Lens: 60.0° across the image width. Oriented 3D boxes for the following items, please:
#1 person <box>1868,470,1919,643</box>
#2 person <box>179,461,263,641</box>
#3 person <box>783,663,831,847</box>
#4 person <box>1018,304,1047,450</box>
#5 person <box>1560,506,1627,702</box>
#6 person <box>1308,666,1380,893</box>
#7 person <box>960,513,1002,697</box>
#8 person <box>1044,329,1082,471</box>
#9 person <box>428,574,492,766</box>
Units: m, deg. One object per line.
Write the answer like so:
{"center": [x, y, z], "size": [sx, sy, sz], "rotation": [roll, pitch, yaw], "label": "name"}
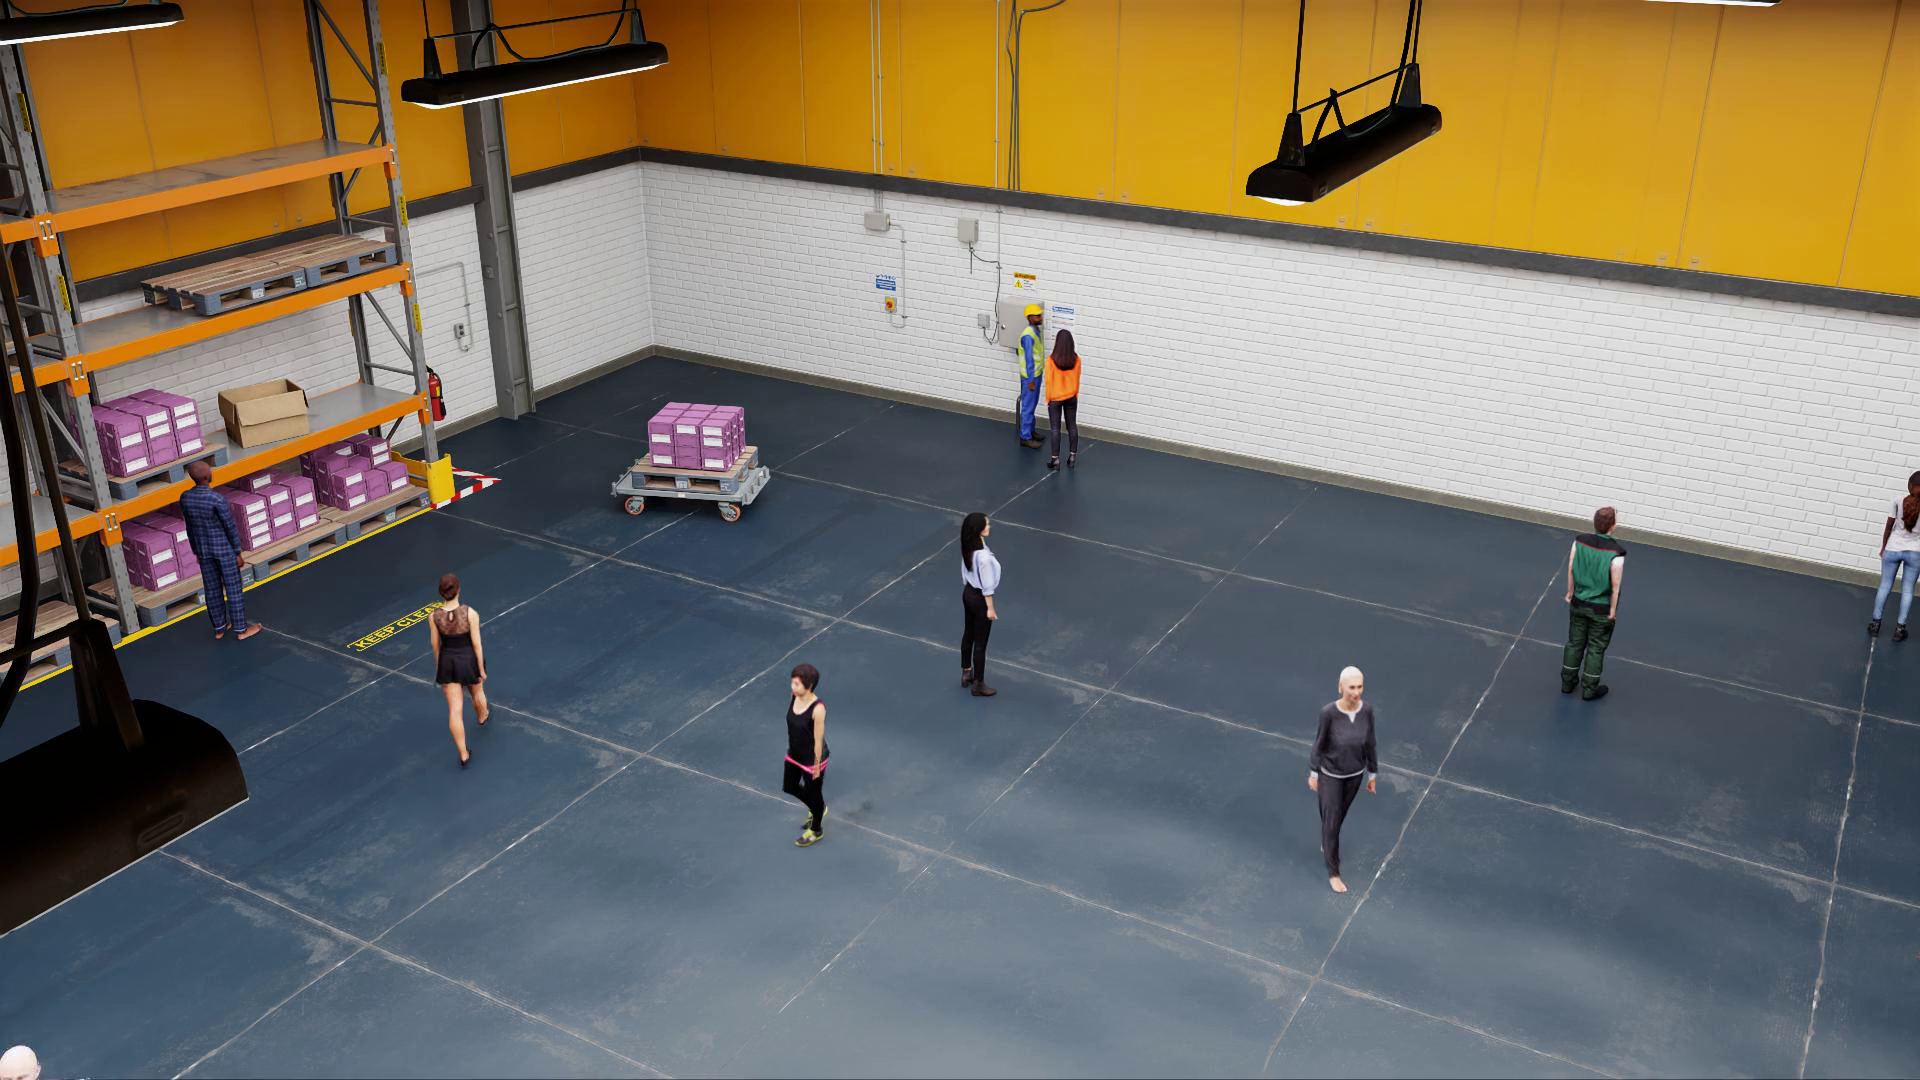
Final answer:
{"center": [9.039, 0.133, 15.917], "size": [0.593, 1.719, 0.540], "rotation": [15, 28, 31], "label": "person"}
{"center": [-7.105, 0.094, 15.881], "size": [0.741, 1.819, 0.730], "rotation": [4, 24, 8], "label": "person"}
{"center": [-1.111, 1.613, 12.748], "size": [0.673, 1.545, 0.639], "rotation": [-19, 30, -37], "label": "person"}
{"center": [0.903, -2.083, 20.869], "size": [0.776, 1.812, 0.597], "rotation": [7, 25, 16], "label": "person"}
{"center": [5.646, 0.546, 14.816], "size": [0.702, 1.844, 0.713], "rotation": [-20, 30, -38], "label": "person"}
{"center": [2.807, 1.678, 12.400], "size": [0.956, 1.705, 1.020], "rotation": [-6, 24, -13], "label": "person"}
{"center": [0.154, 0.562, 14.905], "size": [0.753, 1.744, 0.734], "rotation": [-11, 26, -23], "label": "person"}
{"center": [1.237, -1.703, 20.079], "size": [0.687, 1.749, 0.767], "rotation": [-9, 25, -19], "label": "person"}
{"center": [-4.175, 1.100, 13.811], "size": [0.983, 1.634, 1.125], "rotation": [-3, 24, -7], "label": "person"}
